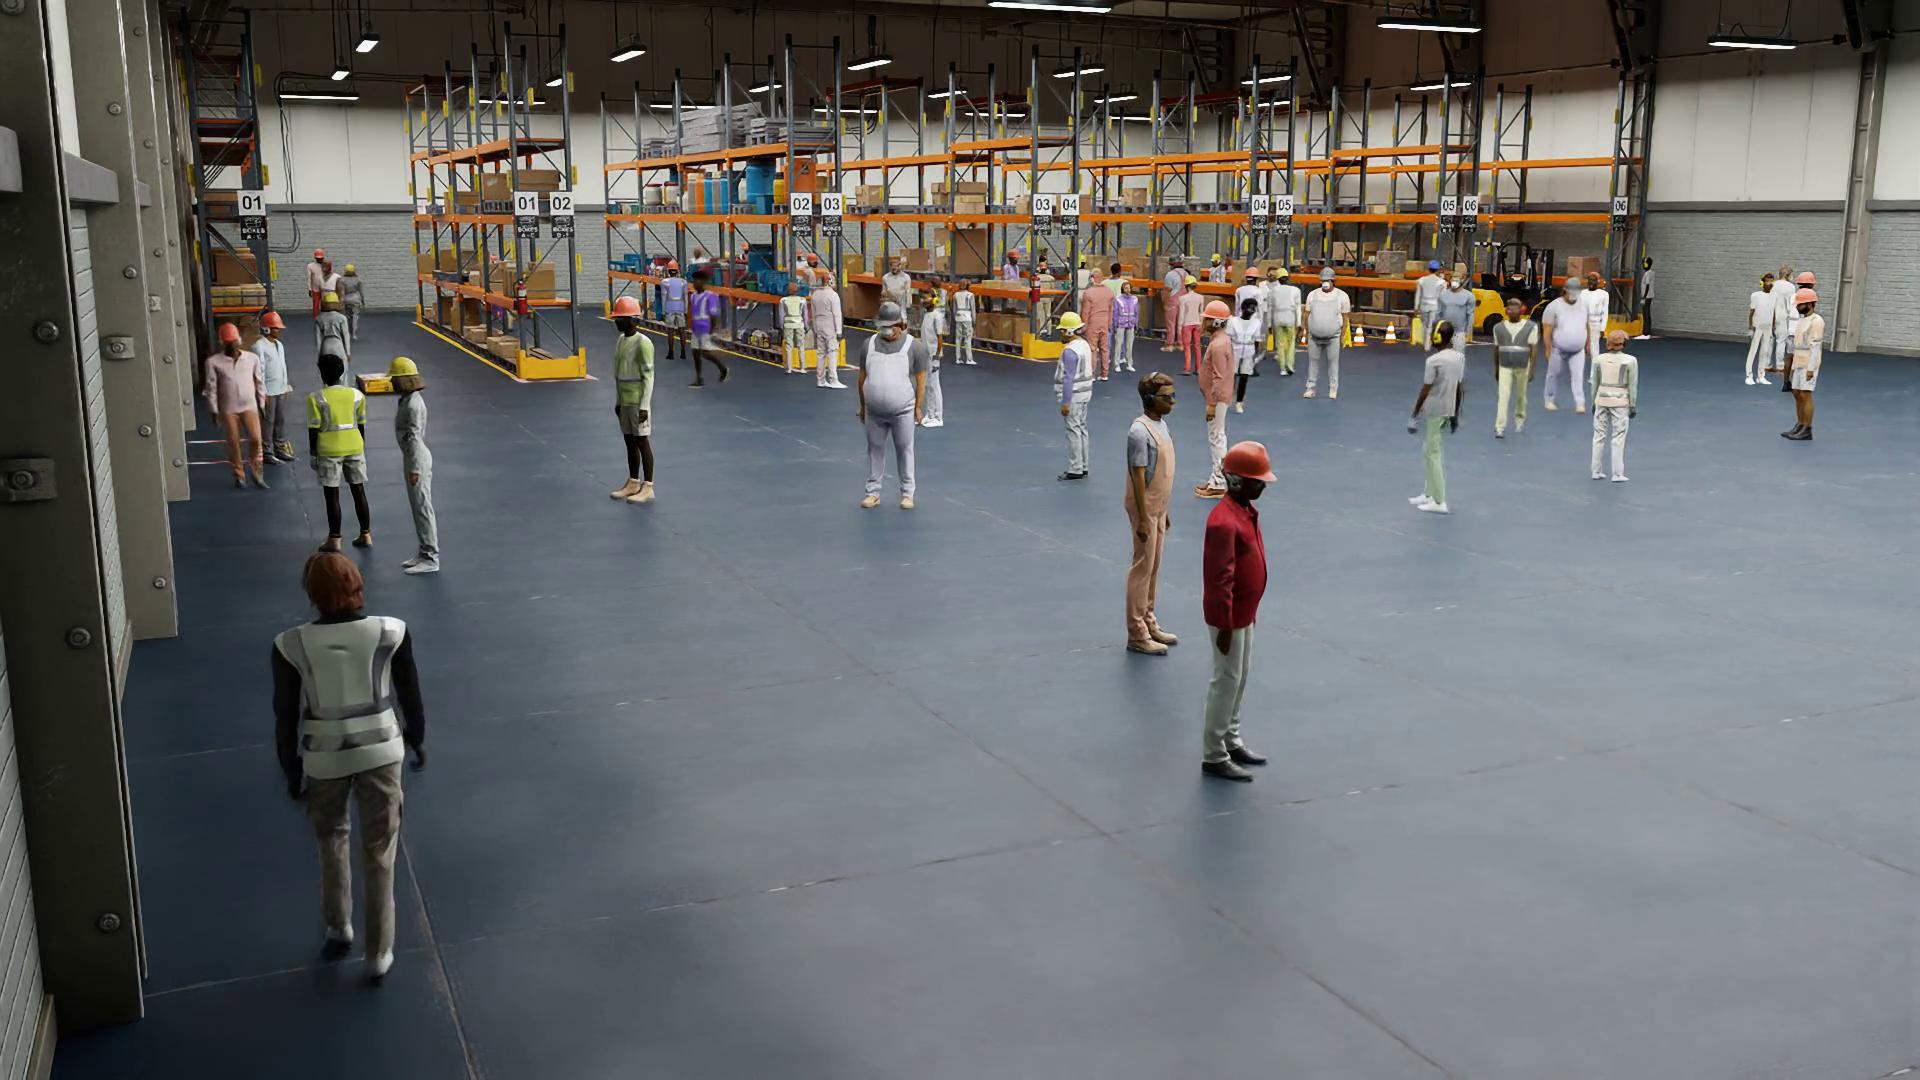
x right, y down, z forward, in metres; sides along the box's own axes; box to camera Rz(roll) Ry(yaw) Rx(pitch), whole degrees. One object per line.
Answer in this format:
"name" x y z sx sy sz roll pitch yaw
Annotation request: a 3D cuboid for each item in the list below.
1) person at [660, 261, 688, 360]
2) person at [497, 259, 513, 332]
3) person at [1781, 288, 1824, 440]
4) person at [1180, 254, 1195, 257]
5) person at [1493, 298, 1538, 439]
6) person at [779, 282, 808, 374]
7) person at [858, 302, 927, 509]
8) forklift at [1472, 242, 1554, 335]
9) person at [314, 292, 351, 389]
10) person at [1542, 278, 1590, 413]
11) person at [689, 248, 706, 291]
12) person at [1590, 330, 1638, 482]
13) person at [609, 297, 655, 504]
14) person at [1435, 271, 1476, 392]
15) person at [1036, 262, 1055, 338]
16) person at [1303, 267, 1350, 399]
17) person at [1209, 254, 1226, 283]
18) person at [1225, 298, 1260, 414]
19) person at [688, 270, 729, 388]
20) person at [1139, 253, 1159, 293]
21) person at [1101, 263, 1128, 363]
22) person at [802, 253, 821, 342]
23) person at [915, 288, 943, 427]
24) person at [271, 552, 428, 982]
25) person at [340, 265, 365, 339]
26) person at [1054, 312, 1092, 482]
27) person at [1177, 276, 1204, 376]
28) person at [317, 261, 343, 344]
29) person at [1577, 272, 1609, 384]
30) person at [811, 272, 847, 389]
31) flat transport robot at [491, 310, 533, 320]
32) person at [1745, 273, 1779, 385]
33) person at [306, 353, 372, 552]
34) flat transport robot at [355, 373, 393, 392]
"person" -5.640 -4.530 32.816 0.551 1.936 0.356 -5 12 -26
"person" -11.082 -5.957 40.537 0.367 1.756 0.535 -6 13 -27
"person" 10.738 -2.234 21.187 0.391 1.924 0.553 1 11 5
"person" 7.210 -8.375 52.603 0.627 1.844 0.429 -6 13 -28
"person" 7.181 -2.239 21.561 0.563 1.796 0.994 5 12 25
"person" -2.977 -3.790 29.810 0.514 1.642 0.310 -1 11 -7
"person" -0.682 -1.315 16.211 0.675 2.000 0.535 2 11 11
"forklift" 13.047 -6.049 39.881 2.313 2.155 1.214 -5 12 -23
"person" -9.055 -2.708 24.063 0.483 1.738 0.313 0 11 0
"person" 8.794 -2.862 24.076 0.733 2.000 0.834 -1 11 -6
"person" -7.862 -7.795 49.685 0.634 1.825 0.987 4 12 20
"person" 7.015 -1.437 17.888 0.313 1.632 0.518 -9 14 -39
"person" -3.274 -1.385 16.561 0.378 2.045 0.605 -9 14 -38
"person" 7.949 -3.345 26.789 0.631 1.940 0.369 8 13 34
"person" 1.909 -5.546 38.442 0.563 1.753 0.327 -4 12 -18
"person" 5.678 -3.217 25.882 0.682 2.000 0.538 5 12 22
"person" 6.662 -6.513 43.197 0.405 1.824 0.593 -6 13 -28
"person" 4.027 -2.649 23.934 0.571 1.673 0.328 -1 11 -7
"person" -4.194 -3.481 27.478 0.615 1.951 0.625 11 15 43
"person" 4.885 -6.493 42.960 0.520 1.873 0.333 3 12 15
"person" 2.983 -4.369 32.065 0.590 1.913 0.399 4 12 18
"person" -3.337 -5.420 37.259 0.443 1.980 0.629 -3 12 -17
"person" -0.409 -2.467 22.490 0.324 1.876 0.526 -5 12 -23
"person" -2.318 0.834 6.372 0.529 1.613 0.673 -4 12 -17
"person" -13.947 -5.463 38.192 0.496 1.693 0.938 -2 11 -11
"person" 1.215 -1.542 17.945 0.404 1.822 0.587 4 12 18
"person" 4.088 -3.800 29.543 0.524 1.769 0.326 -6 12 -26
"person" -13.813 -5.185 36.444 0.615 1.829 0.495 3 12 17
"person" 10.678 -3.598 28.218 0.575 1.884 0.355 11 16 44
"person" -2.156 -3.450 27.404 0.639 1.910 0.407 11 15 43
"flat transport robot" -12.123 -6.128 45.184 0.652 0.197 1.431 2 11 10
"person" 13.505 -3.541 27.959 0.519 1.873 0.328 -2 11 -9
"person" -5.311 -0.746 14.223 0.322 1.691 0.533 10 15 40
"flat transport robot" -9.471 -2.586 27.183 0.652 0.197 1.431 -5 12 -25
